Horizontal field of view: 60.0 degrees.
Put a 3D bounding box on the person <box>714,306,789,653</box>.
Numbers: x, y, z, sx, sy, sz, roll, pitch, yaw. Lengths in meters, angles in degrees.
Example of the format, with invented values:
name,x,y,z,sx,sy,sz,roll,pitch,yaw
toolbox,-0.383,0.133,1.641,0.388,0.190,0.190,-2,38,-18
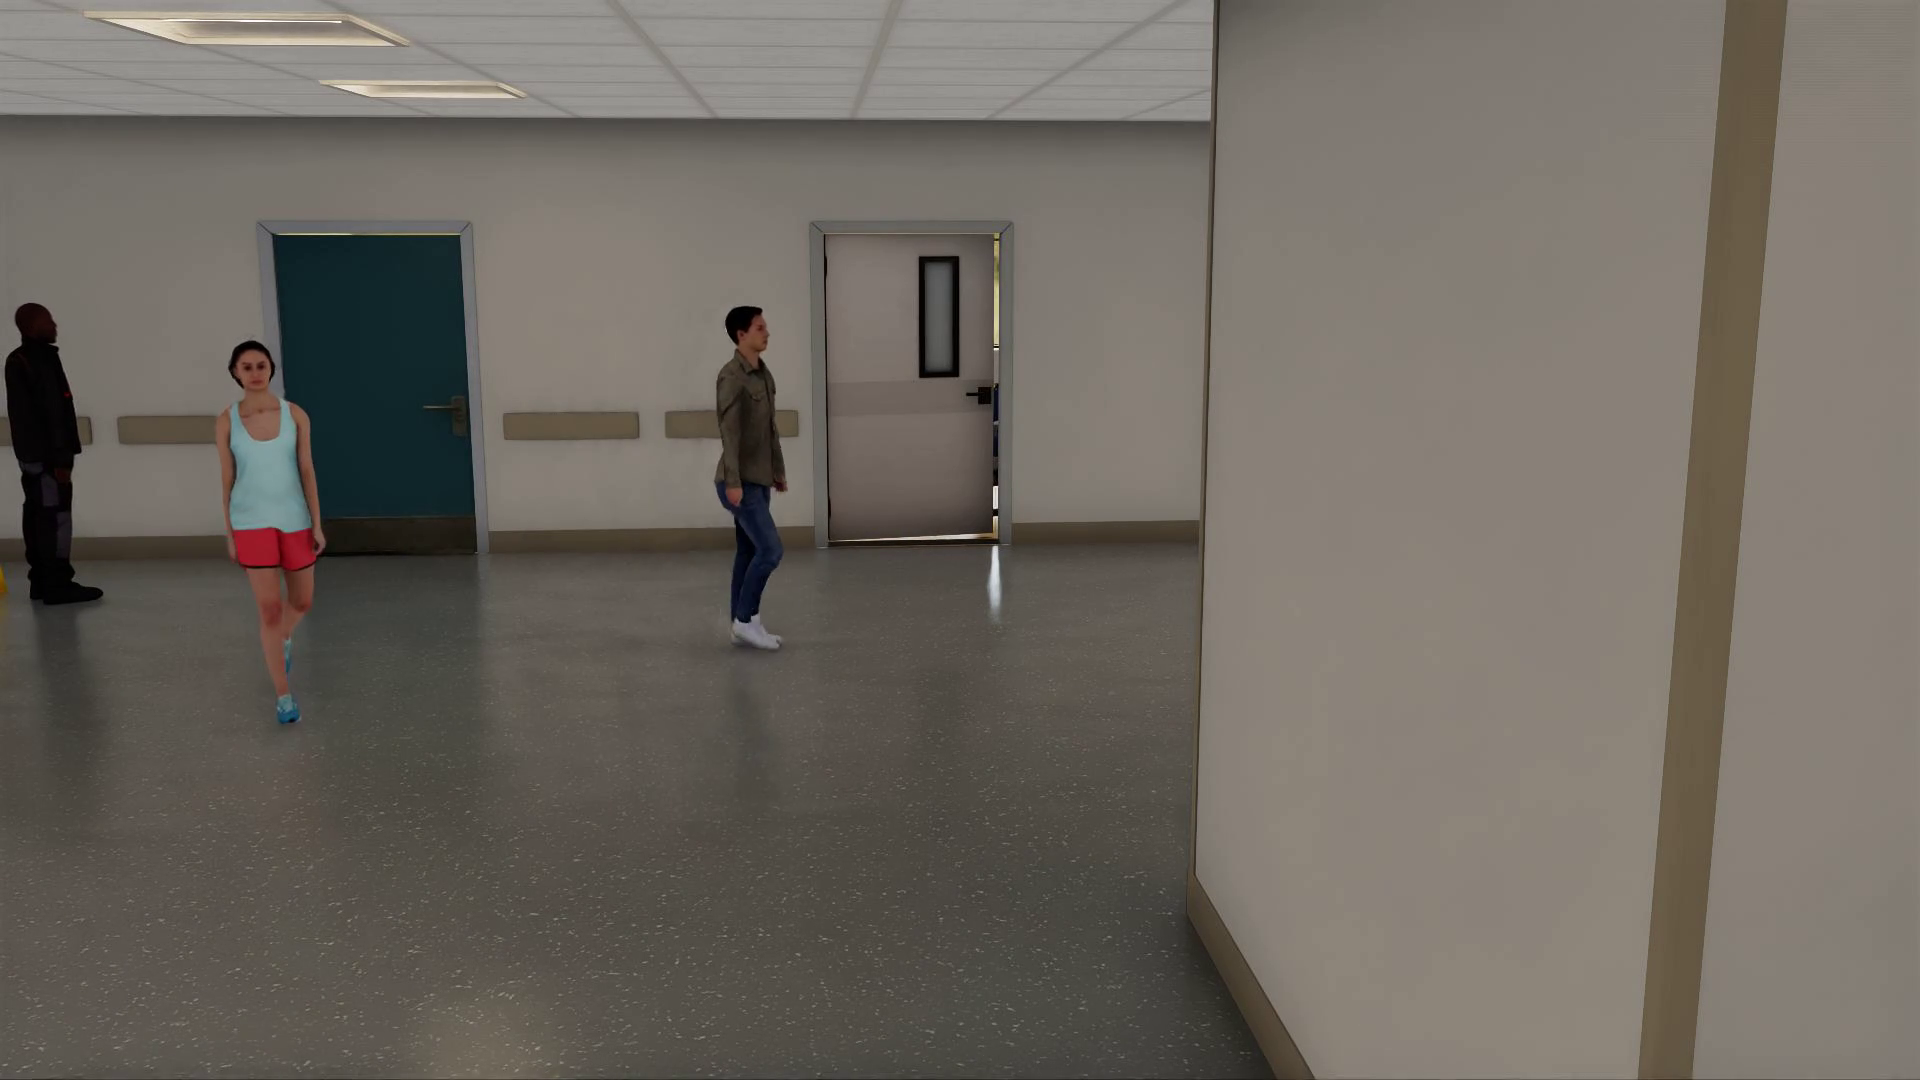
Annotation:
name,x,y,z,sx,sy,sz,roll,pitch,yaw
person,-1.223,-0.325,8.959,0.754,1.857,0.799,3,11,13

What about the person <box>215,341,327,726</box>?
name,x,y,z,sx,sy,sz,roll,pitch,yaw
person,-3.216,-0.045,7.781,1.076,1.747,0.940,-6,12,-28

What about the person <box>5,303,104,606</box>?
name,x,y,z,sx,sy,sz,roll,pitch,yaw
person,-5.615,-0.537,10.170,0.782,1.823,0.828,10,14,41
